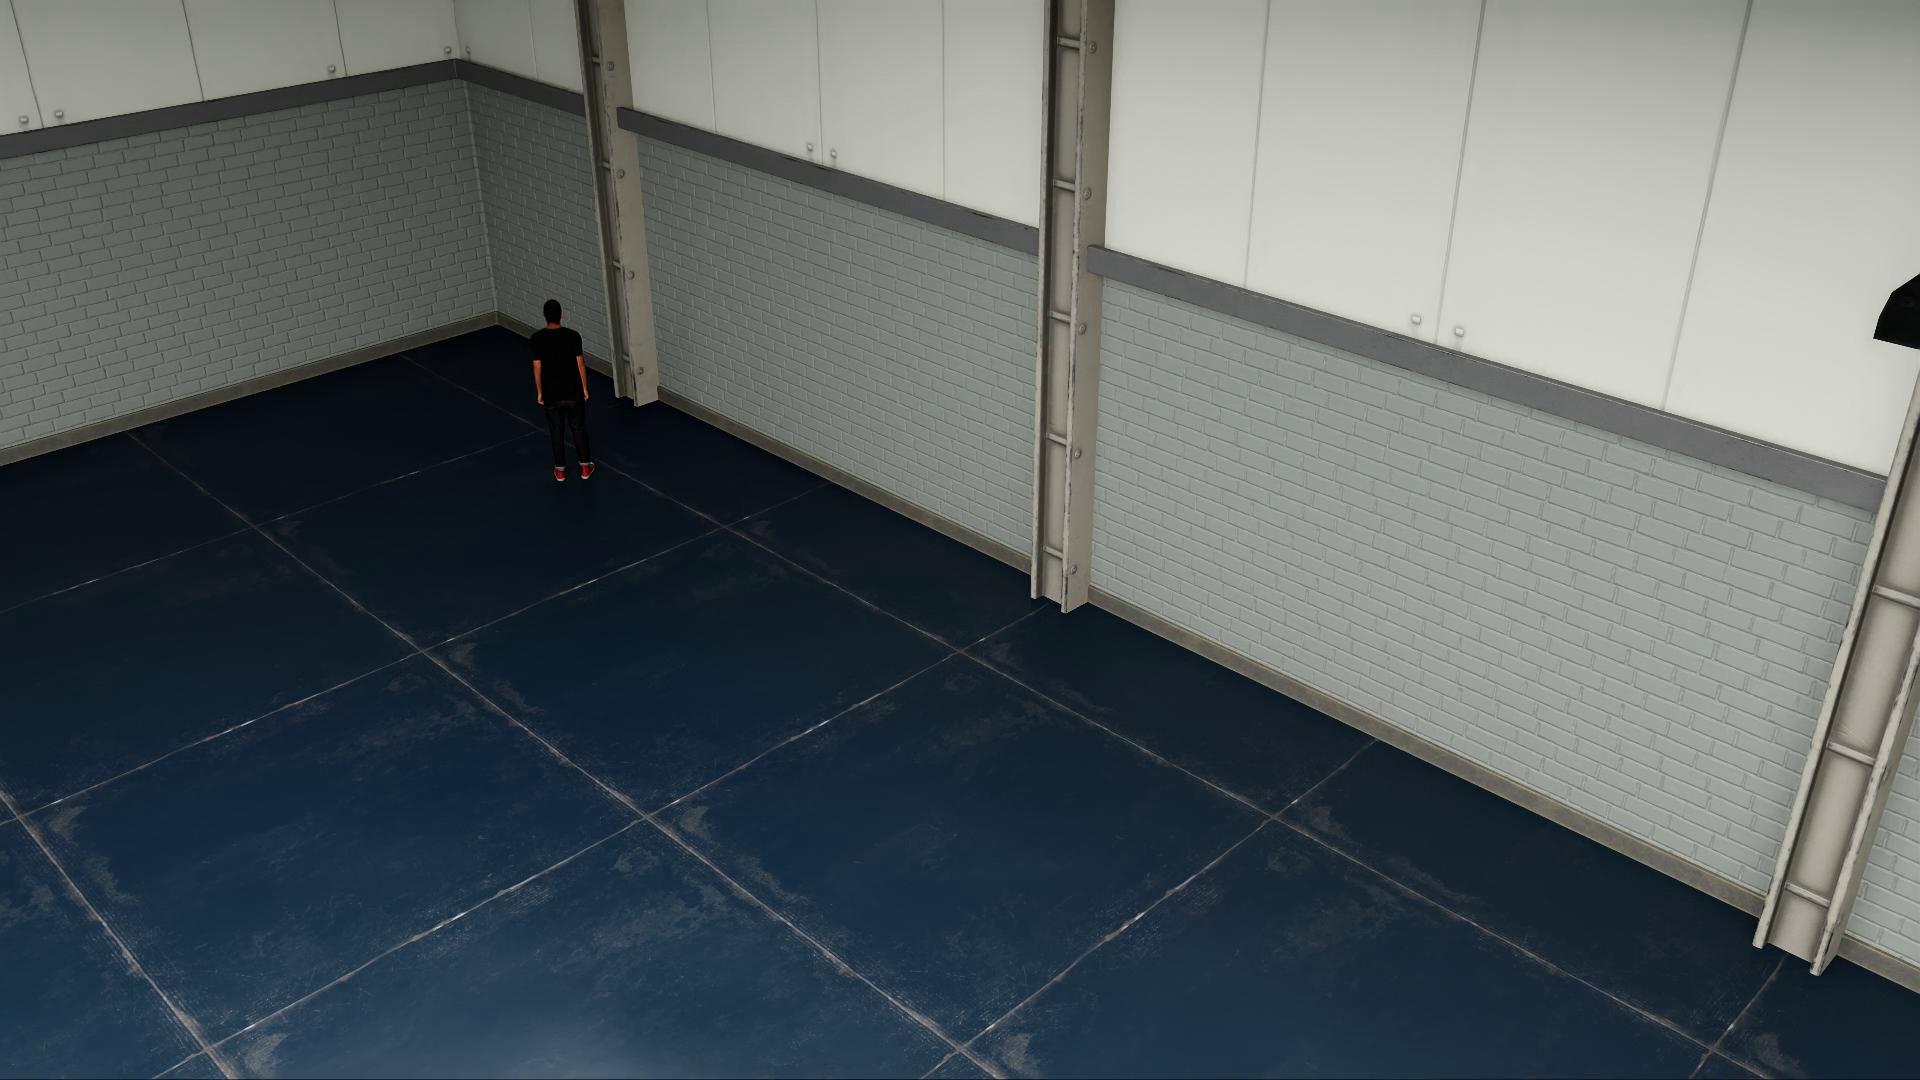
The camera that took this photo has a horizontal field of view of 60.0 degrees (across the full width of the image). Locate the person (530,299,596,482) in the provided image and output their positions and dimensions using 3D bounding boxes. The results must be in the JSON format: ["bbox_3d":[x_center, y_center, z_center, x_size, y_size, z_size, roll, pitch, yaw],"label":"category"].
[{"bbox_3d":[-3.712,-1.398,15.510,0.708,1.757,0.731,-5,28,-9],"label":"person"}]
